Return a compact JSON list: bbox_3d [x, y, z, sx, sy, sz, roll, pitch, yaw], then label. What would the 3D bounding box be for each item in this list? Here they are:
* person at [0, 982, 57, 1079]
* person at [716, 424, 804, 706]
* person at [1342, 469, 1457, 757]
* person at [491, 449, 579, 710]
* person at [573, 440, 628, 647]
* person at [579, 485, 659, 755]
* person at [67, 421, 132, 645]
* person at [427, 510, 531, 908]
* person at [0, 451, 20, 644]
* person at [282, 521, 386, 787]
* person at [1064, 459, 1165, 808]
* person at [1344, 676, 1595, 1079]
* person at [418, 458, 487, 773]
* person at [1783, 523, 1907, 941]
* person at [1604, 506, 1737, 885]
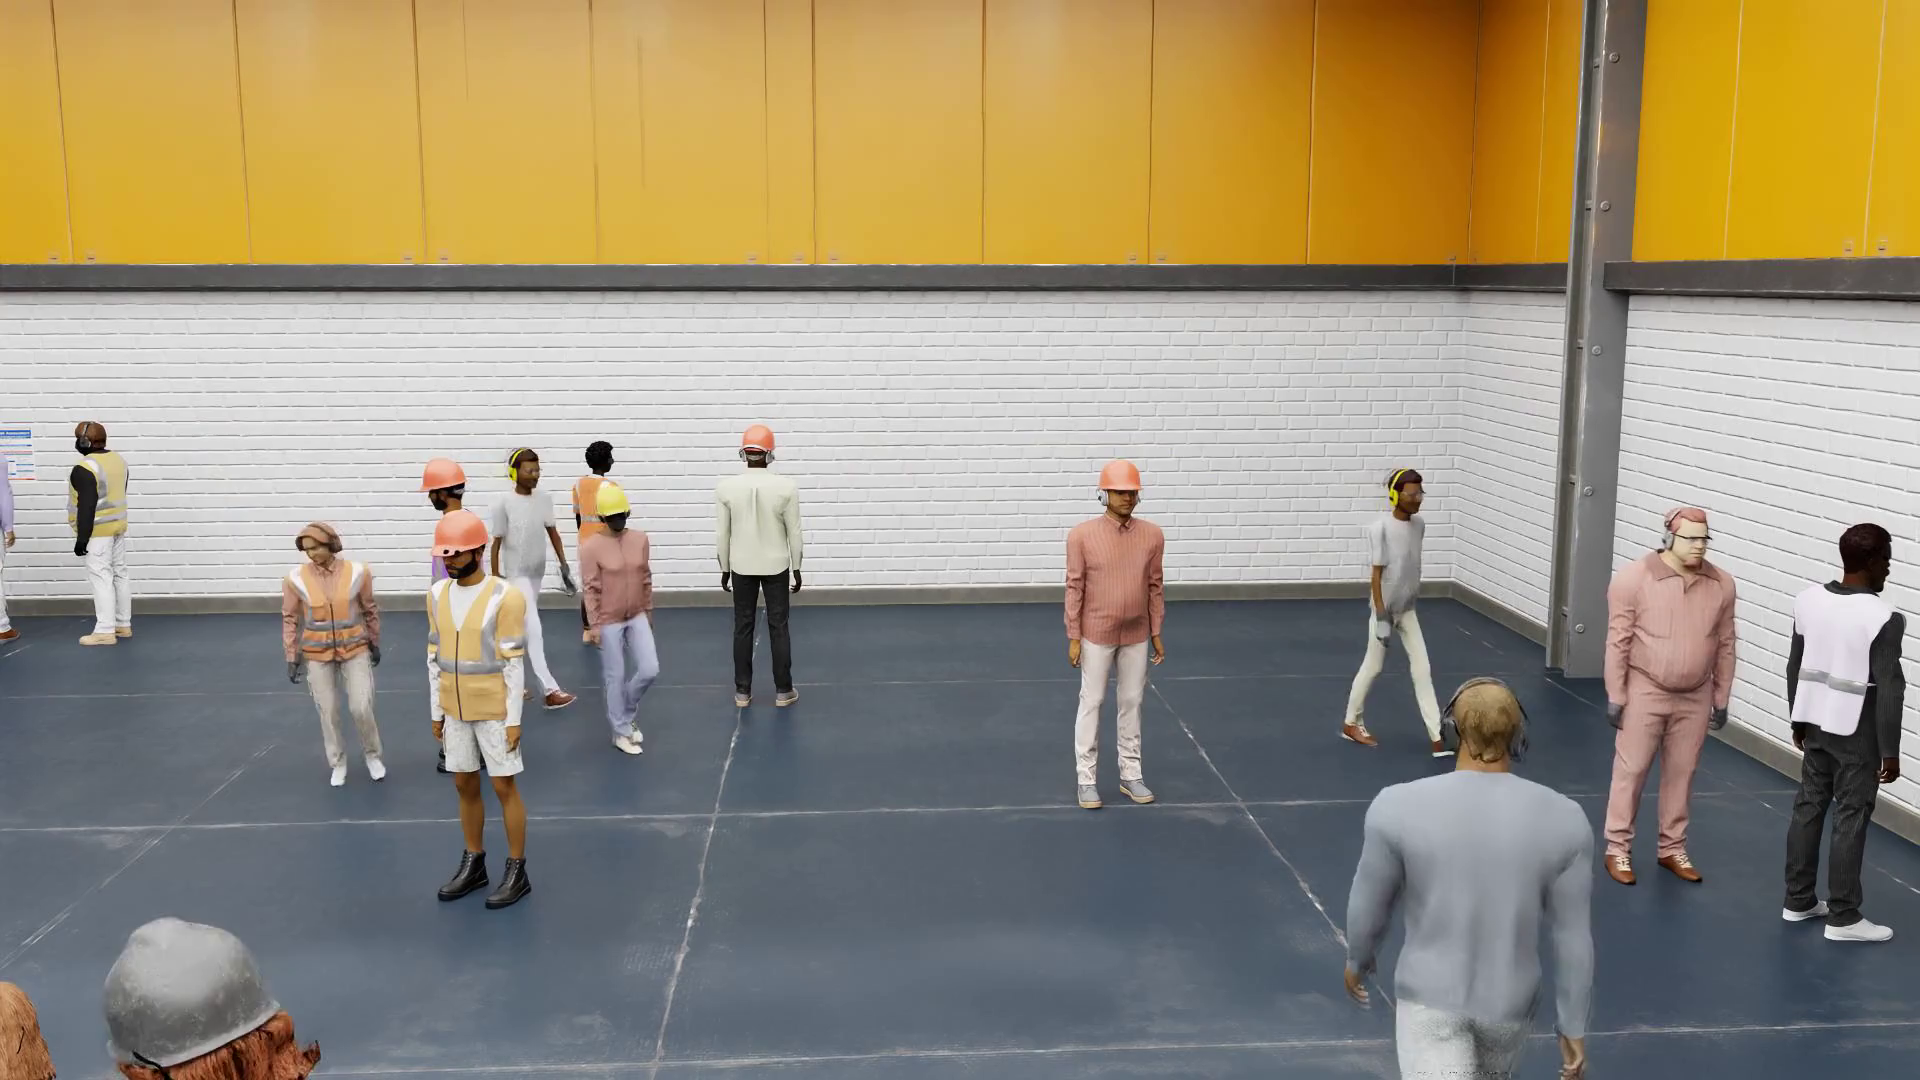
[{"bbox_3d":[-1.952,1.689,3.413,0.504,1.627,0.290,-7,11,-37],"label":"person"},{"bbox_3d":[-1.402,0.186,11.696,0.612,1.995,0.378,0,9,1],"label":"person"},{"bbox_3d":[2.809,0.466,10.507,0.533,1.816,0.947,-6,11,-31],"label":"person"},{"bbox_3d":[-2.956,0.276,11.684,0.937,1.826,0.513,5,10,30],"label":"person"},{"bbox_3d":[-2.927,0.036,13.566,0.541,1.695,0.316,7,12,38],"label":"person"},{"bbox_3d":[-2.121,0.507,10.447,0.534,1.739,0.365,-9,13,-44],"label":"person"},{"bbox_3d":[-7.107,-0.061,13.719,0.429,1.845,0.620,0,9,2],"label":"person"},{"bbox_3d":[-2.337,0.810,7.991,0.541,1.930,0.380,3,10,20],"label":"person"},{"bbox_3d":[-8.083,-0.096,13.636,0.634,1.939,0.367,-2,9,-13],"label":"person"},{"bbox_3d":[-3.696,0.676,9.796,0.536,1.610,0.439,-4,10,-21],"label":"person"},{"bbox_3d":[0.891,0.530,9.524,0.611,1.997,0.375,-3,10,-18],"label":"person"},{"bbox_3d":[1.478,1.319,4.933,0.649,1.871,1.067,0,9,2],"label":"person"},{"bbox_3d":[-3.088,0.459,10.181,0.375,1.931,0.542,-2,9,-11],"label":"person"},{"bbox_3d":[4.047,0.871,7.629,0.377,1.917,0.599,-3,9,-16],"label":"person"},{"bbox_3d":[3.546,0.774,8.309,0.648,1.905,0.398,0,9,-2],"label":"person"}]
